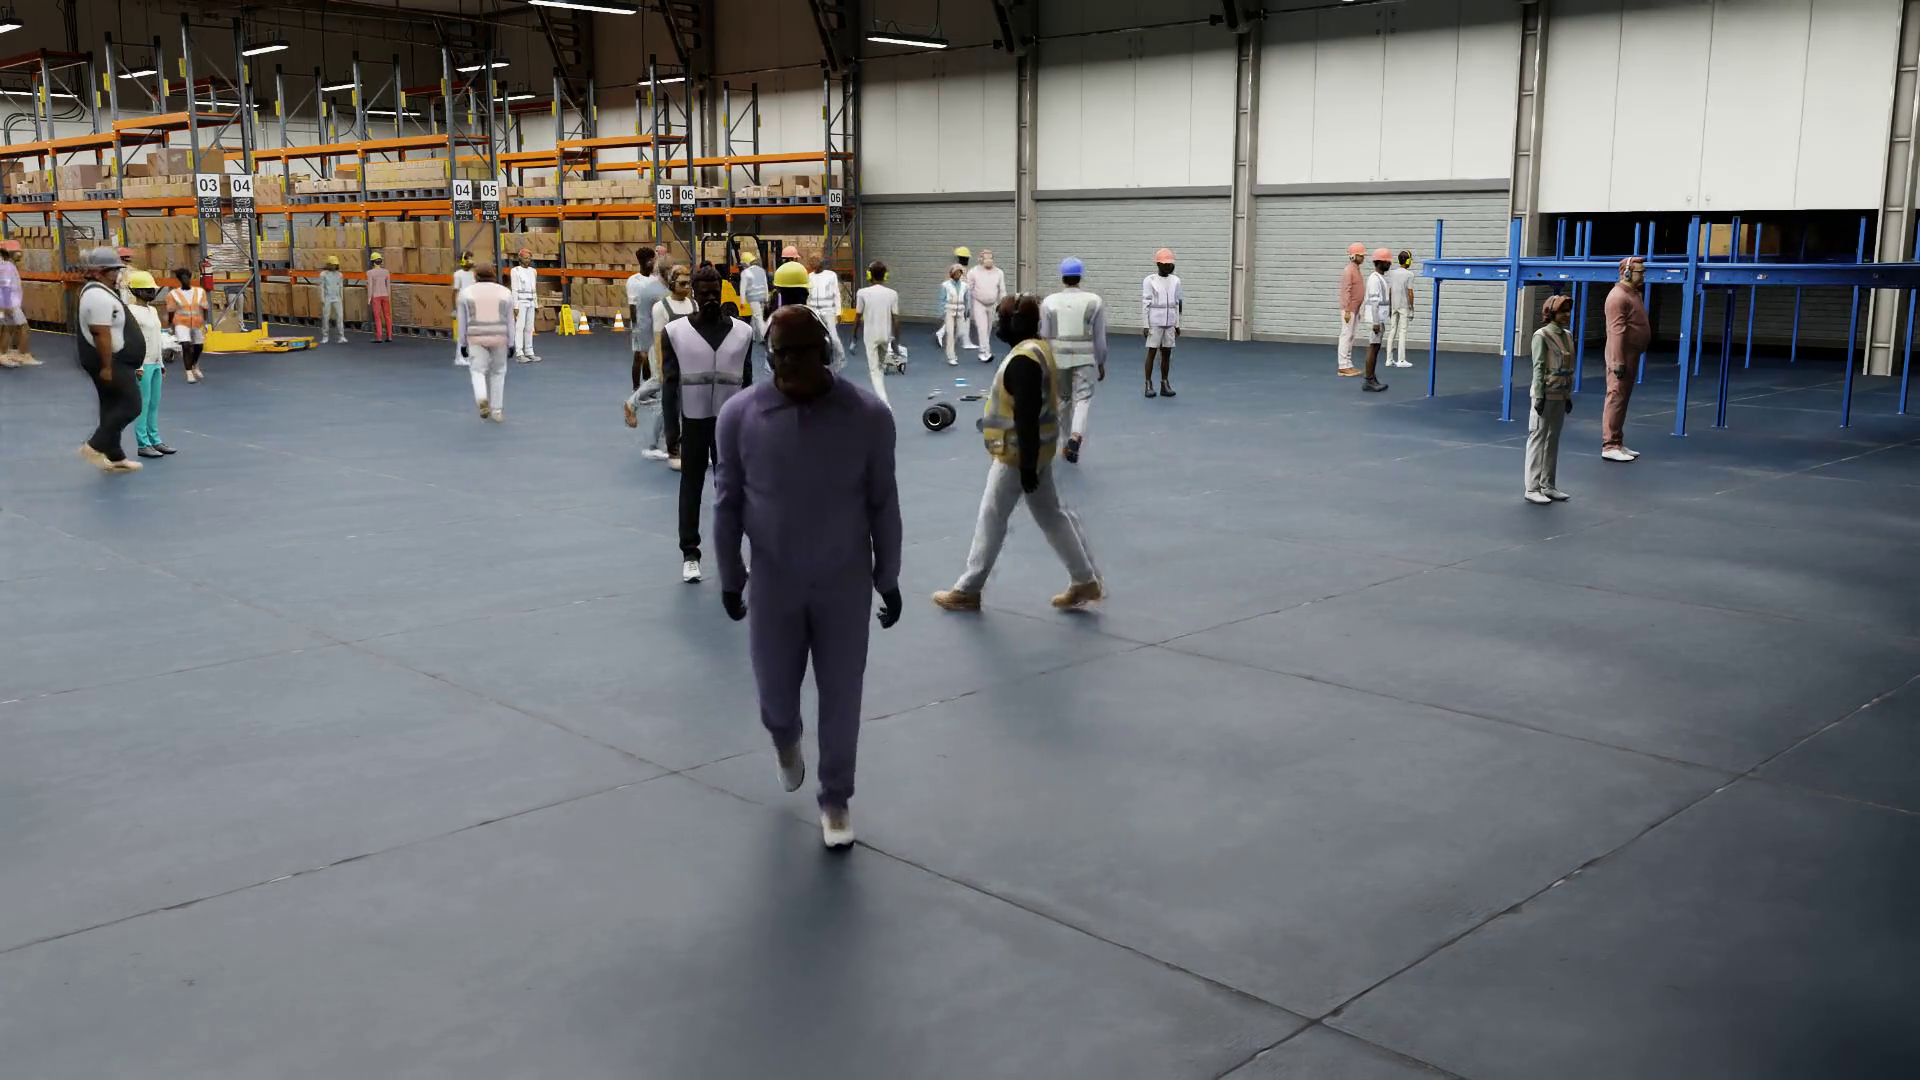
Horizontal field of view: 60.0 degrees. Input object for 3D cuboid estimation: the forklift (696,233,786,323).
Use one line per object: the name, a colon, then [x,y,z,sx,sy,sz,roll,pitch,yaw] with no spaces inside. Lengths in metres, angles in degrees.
forklift: [-5.496,-6.489,41.108,2.313,2.155,1.214,-10,14,-44]

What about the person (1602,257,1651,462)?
person: [6.305,-1.714,15.738,0.409,1.909,0.642,6,12,30]

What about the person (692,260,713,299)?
person: [-4.227,-3.814,27.764,0.538,1.695,0.319,-10,14,-43]

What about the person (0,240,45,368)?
person: [-15.054,-3.763,26.580,0.811,2.021,0.661,-5,12,-26]

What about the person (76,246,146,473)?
person: [-7.513,-1.581,14.768,0.536,2.000,0.693,-7,13,-34]

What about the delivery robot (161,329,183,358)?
delivery robot: [-13.372,-3.296,27.918,0.477,0.478,0.707,0,10,3]

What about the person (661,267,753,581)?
person: [-1.550,-0.721,10.293,0.595,1.918,0.386,-5,12,-27]

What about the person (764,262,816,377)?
person: [-1.175,-0.967,11.603,0.362,1.928,0.593,0,10,-2]

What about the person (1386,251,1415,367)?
person: [7.128,-3.730,26.890,0.318,1.857,0.519,-8,13,-37]

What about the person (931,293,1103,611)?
person: [0.365,-0.488,9.379,0.970,1.796,0.644,2,11,11]

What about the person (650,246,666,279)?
person: [-5.674,-4.626,31.614,0.404,1.911,0.636,7,13,34]

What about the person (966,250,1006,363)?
person: [0.450,-3.884,27.712,0.655,1.852,0.988,-4,11,-20]

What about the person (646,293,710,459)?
person: [-2.594,-1.559,15.735,0.867,1.584,0.522,-1,10,-4]

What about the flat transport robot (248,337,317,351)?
flat transport robot: [-12.551,-3.641,30.828,0.652,0.197,1.431,1,10,3]

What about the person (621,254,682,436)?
person: [-3.218,-2.053,17.563,0.644,1.917,0.649,5,11,24]

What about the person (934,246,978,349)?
person: [-0.068,-4.511,30.987,0.759,1.907,0.587,-4,11,-19]

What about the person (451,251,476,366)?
person: [-7.963,-3.761,27.085,0.775,1.843,0.524,2,11,10]

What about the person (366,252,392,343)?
person: [-11.520,-4.802,32.964,0.313,1.769,0.523,7,13,35]

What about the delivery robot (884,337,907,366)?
delivery robot: [-1.061,-2.899,25.753,0.477,0.478,0.707,-3,11,-17]

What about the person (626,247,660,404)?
person: [-3.984,-2.726,21.094,0.362,1.963,0.613,4,11,19]

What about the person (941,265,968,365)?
person: [-0.109,-3.695,27.304,0.528,1.625,0.416,-6,12,-28]

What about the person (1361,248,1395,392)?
person: [5.737,-3.015,22.770,0.382,1.935,0.554,4,11,19]

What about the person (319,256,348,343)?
person: [-12.461,-4.761,32.940,0.504,1.705,0.615,-9,14,-42]

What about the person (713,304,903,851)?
person: [-0.533,0.106,5.892,0.663,1.885,0.591,-1,10,-4]

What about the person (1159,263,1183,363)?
person: [3.368,-3.690,27.127,0.535,1.685,0.401,4,11,21]

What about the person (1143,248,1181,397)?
person: [2.669,-2.857,21.888,0.552,1.934,0.373,-4,11,-22]

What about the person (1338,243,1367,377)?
person: [5.951,-3.494,25.201,0.392,1.995,0.612,6,12,28]

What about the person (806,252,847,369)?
person: [-2.034,-3.467,25.441,0.651,1.862,0.805,5,11,23]

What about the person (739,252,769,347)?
person: [-3.979,-4.605,31.836,0.818,1.782,0.617,7,12,33]

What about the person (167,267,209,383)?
person: [-11.207,-3.128,24.120,0.546,1.659,0.708,-8,13,-37]

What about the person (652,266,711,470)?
person: [-2.549,-1.557,15.090,0.527,1.834,0.357,-8,13,-38]

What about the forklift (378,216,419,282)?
forklift: [-17.868,-9.201,54.028,1.873,2.768,1.129,-10,14,-44]

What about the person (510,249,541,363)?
person: [-7.275,-3.926,27.870,0.360,1.882,0.575,5,12,27]

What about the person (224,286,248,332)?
person: [-15.892,-5.383,36.493,0.280,1.633,0.500,9,14,39]

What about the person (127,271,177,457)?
person: [-7.801,-1.691,15.999,0.311,1.768,0.532,0,10,-2]

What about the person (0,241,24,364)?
person: [-15.520,-3.865,27.170,0.565,2.013,0.619,-9,14,-40]

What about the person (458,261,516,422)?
person: [-5.351,-2.241,18.844,0.632,1.825,0.638,-3,11,-17]

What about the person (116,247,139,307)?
person: [-13.839,-3.902,27.672,0.611,1.902,0.567,2,11,10]

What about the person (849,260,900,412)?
person: [-0.929,-2.265,18.977,0.520,1.833,0.903,-5,12,-26]

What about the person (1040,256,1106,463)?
person: [1.047,-1.678,15.512,0.616,1.922,0.881,2,11,10]

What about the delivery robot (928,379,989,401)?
delivery robot: [0.002,-1.656,18.264,0.698,0.223,0.335,2,11,12]

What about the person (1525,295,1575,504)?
person: [4.705,-1.124,13.252,0.514,1.641,0.307,-10,14,-43]

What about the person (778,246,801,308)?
person: [-2.672,-3.658,26.277,0.381,1.932,0.560,-5,12,-27]
